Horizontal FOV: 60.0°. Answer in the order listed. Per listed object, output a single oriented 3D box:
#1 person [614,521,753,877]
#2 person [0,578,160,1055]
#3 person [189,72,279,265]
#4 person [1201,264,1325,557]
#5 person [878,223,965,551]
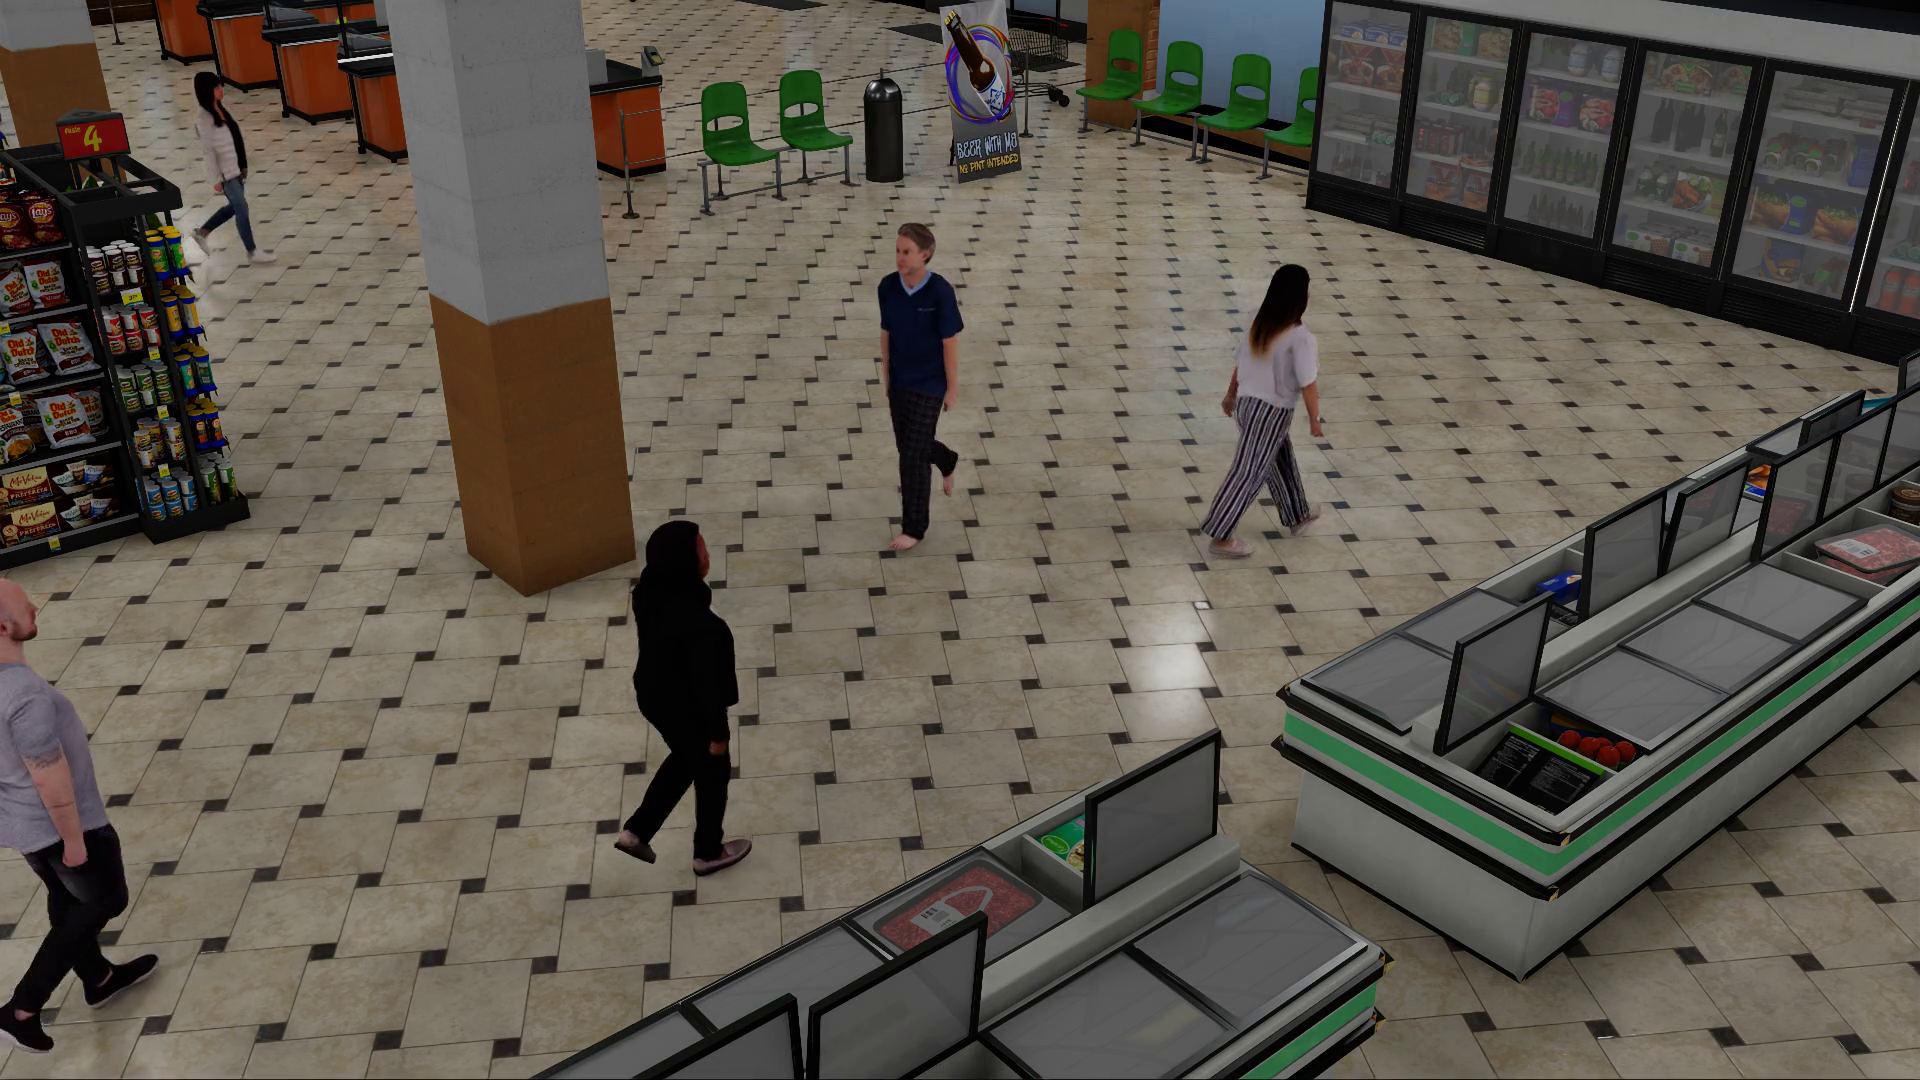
[{"bbox_3d":[-1.148,0.684,6.532,0.774,1.603,0.635,-21,33,-35],"label":"person"},{"bbox_3d":[-3.208,0.987,5.694,0.866,1.820,1.032,15,31,27],"label":"person"},{"bbox_3d":[-6.252,-3.112,13.999,1.060,1.620,0.935,-2,27,-4],"label":"person"},{"bbox_3d":[1.621,-0.681,9.191,1.168,1.633,0.910,-9,28,-17],"label":"person"},{"bbox_3d":[-0.182,-0.889,9.367,0.858,1.844,1.125,16,31,29],"label":"person"}]
